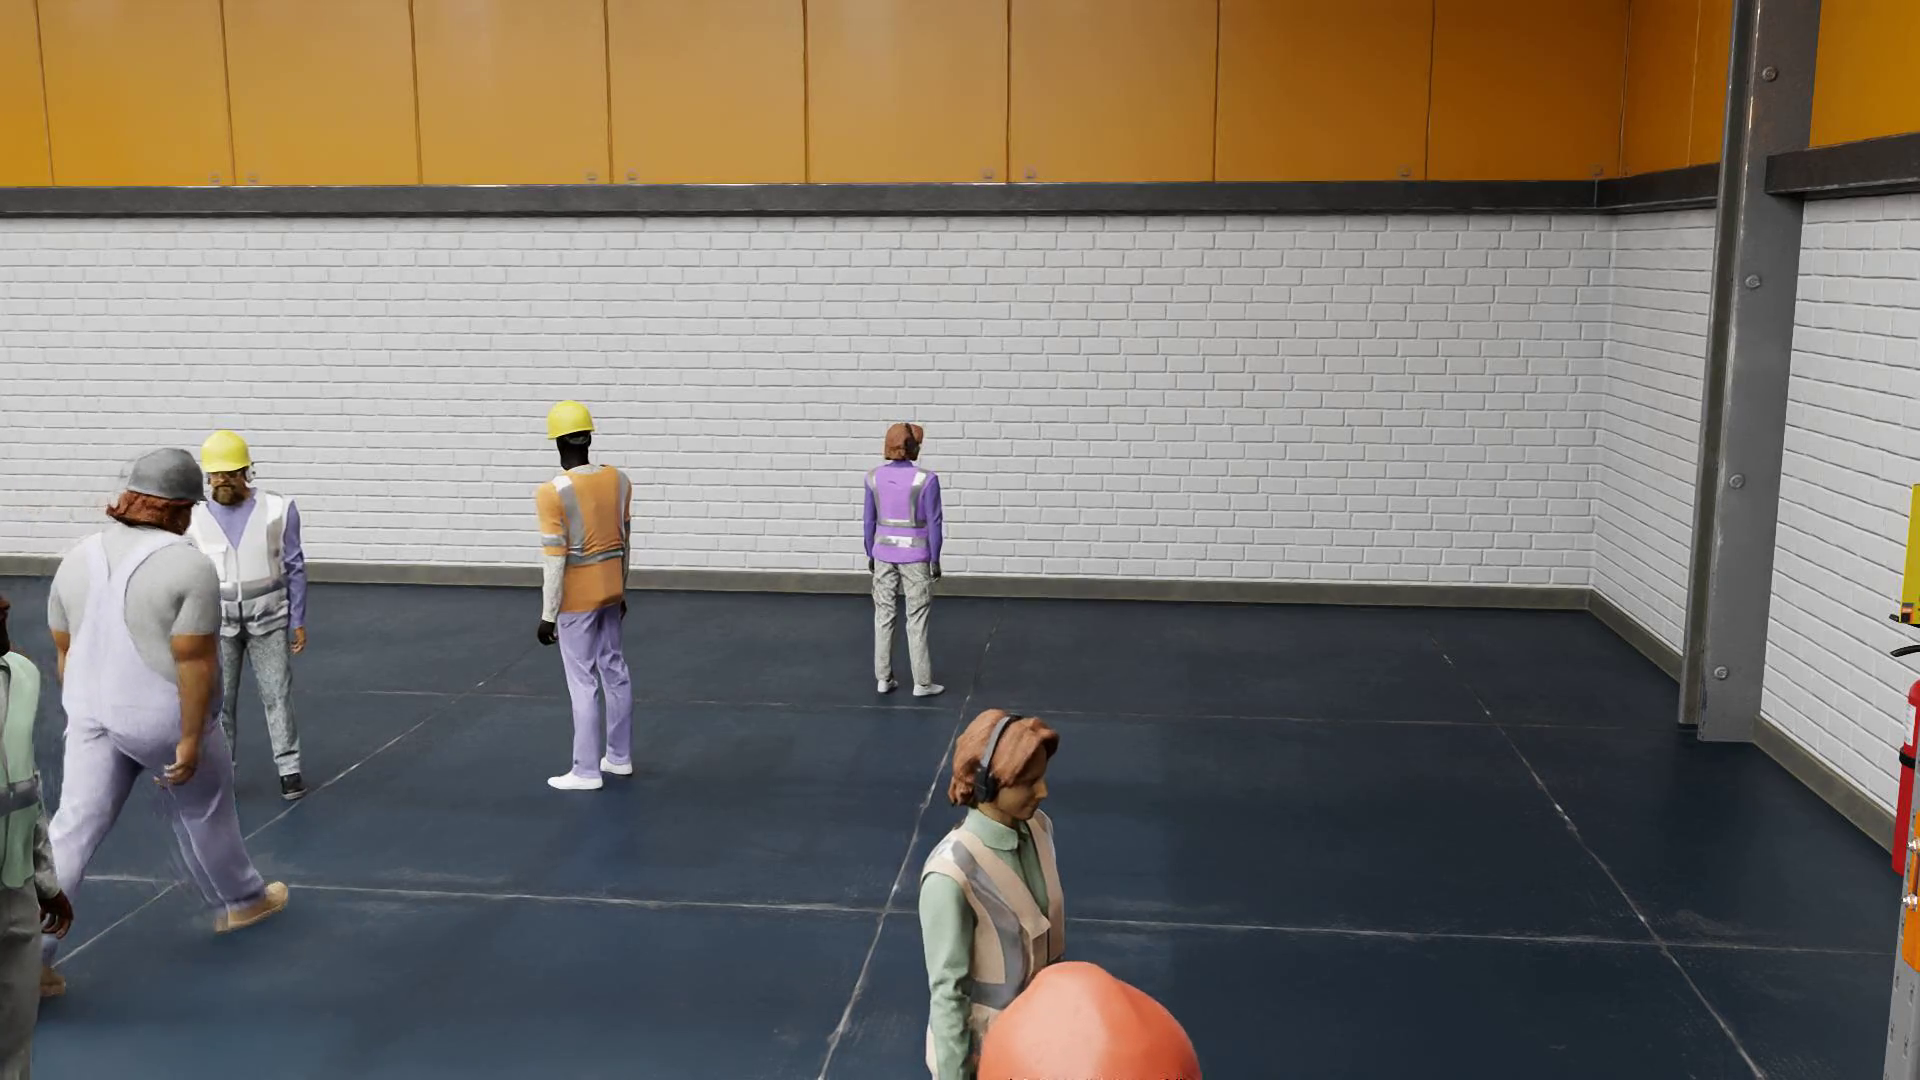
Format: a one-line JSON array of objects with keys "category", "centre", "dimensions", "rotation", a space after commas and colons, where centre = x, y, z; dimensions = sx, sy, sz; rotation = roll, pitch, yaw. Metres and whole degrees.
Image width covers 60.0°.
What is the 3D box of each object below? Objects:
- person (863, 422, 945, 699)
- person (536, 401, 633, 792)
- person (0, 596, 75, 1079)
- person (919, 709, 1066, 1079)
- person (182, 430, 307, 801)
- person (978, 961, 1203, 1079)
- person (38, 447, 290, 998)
[{"category": "person", "centre": [-0.339, 0.123, 9.864], "dimensions": [0.515, 1.636, 0.315], "rotation": [5, 11, 26]}, {"category": "person", "centre": [-1.849, 0.278, 8.162], "dimensions": [0.383, 1.921, 0.585], "rotation": [6, 12, 31]}, {"category": "person", "centre": [-2.578, 0.947, 4.334], "dimensions": [0.392, 1.922, 0.592], "rotation": [1, 10, 7]}, {"category": "person", "centre": [0.078, 1.184, 3.789], "dimensions": [0.307, 1.638, 0.521], "rotation": [5, 11, 26]}, {"category": "person", "centre": [-3.420, 0.380, 7.893], "dimensions": [0.610, 1.820, 0.414], "rotation": [-4, 11, -23]}, {"category": "person", "centre": [0.138, 1.388, 1.787], "dimensions": [0.542, 1.928, 0.380], "rotation": [-5, 11, -24]}, {"category": "person", "centre": [-3.035, 0.584, 6.069], "dimensions": [0.697, 2.000, 1.190], "rotation": [2, 10, 14]}]
